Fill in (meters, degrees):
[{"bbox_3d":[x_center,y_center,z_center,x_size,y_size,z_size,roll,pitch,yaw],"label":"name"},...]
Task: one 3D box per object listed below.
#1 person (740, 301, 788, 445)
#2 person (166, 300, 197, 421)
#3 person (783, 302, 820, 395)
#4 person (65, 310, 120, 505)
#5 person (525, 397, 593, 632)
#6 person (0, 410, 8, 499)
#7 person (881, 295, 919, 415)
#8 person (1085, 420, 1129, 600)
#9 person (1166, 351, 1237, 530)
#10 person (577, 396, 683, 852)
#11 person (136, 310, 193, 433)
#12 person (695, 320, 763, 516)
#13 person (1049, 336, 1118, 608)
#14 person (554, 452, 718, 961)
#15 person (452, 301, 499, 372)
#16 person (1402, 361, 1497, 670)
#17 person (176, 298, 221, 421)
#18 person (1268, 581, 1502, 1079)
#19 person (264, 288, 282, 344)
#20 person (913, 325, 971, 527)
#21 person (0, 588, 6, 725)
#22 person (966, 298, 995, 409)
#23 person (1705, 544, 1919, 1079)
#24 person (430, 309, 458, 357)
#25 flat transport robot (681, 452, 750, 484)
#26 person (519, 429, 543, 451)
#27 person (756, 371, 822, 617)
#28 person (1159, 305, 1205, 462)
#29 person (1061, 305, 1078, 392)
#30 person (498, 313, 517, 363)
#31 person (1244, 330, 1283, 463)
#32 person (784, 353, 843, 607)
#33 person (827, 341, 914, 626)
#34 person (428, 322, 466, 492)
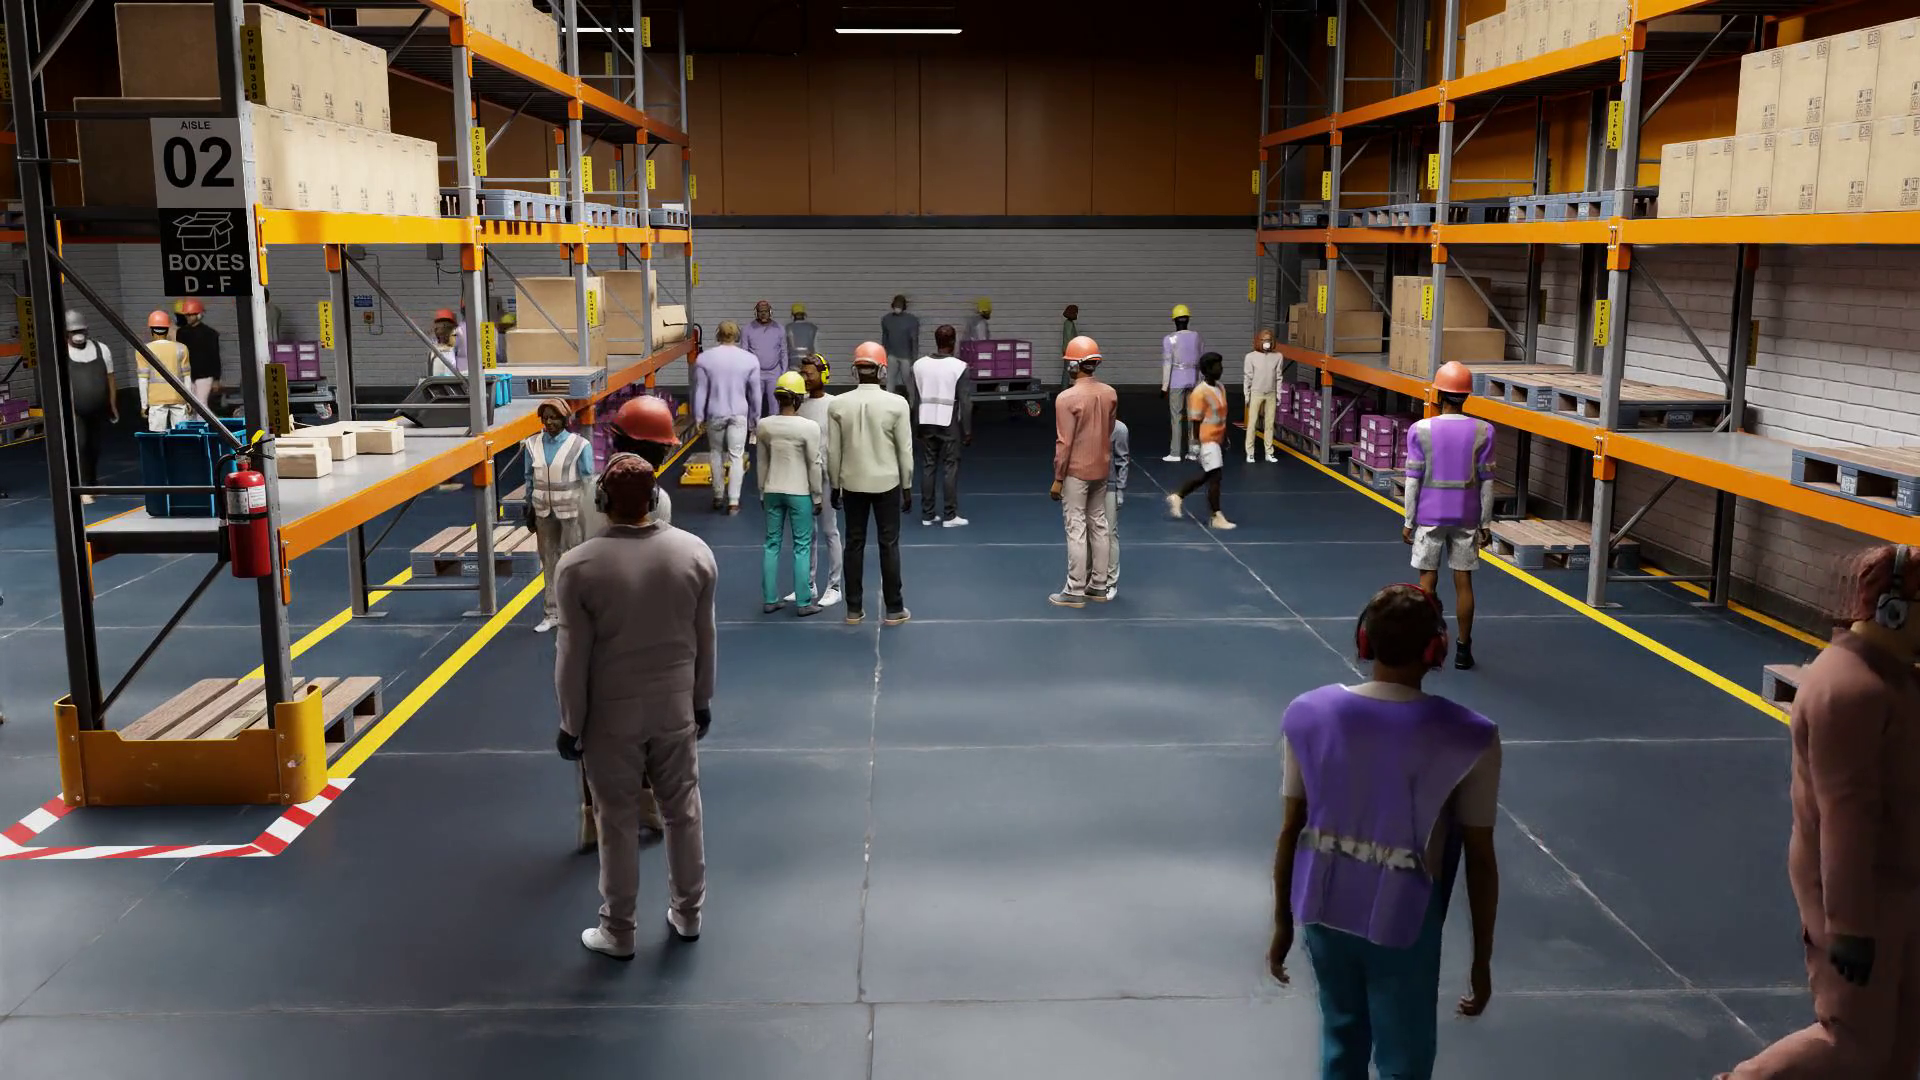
[{"bbox_3d":[-2.585,-2.210,22.033,0.655,1.906,0.407,-3,11,-15],"label":"person"},{"bbox_3d":[-10.808,-2.401,23.193,0.598,1.879,1.006,-9,14,-42],"label":"person"},{"bbox_3d":[-2.374,-2.641,24.766,0.602,1.797,0.815,-3,11,-16],"label":"person"},{"bbox_3d":[-9.106,-1.406,17.179,0.742,2.000,0.700,7,12,35],"label":"person"},{"bbox_3d":[-2.734,-0.164,11.402,0.517,1.633,0.313,3,11,17],"label":"person"},{"bbox_3d":[-10.208,-1.365,17.241,0.362,1.938,0.545,7,12,34],"label":"person"},{"bbox_3d":[-0.898,-2.789,25.346,0.641,1.886,1.042,4,11,21],"label":"person"},{"bbox_3d":[1.029,-0.365,12.515,0.504,1.633,0.279,7,12,34],"label":"person"},{"bbox_3d":[2.289,-0.947,15.652,0.722,1.671,0.537,6,12,29],"label":"person"},{"bbox_3d":[-1.452,0.371,7.348,0.762,2.011,0.627,9,14,42],"label":"person"},{"bbox_3d":[-8.646,-1.522,18.108,0.542,1.939,0.366,-7,12,-35],"label":"person"},{"bbox_3d":[-2.298,-1.233,16.569,0.663,1.905,0.871,-1,10,-7],"label":"person"},{"bbox_3d":[0.903,-0.500,12.259,0.375,1.995,0.611,10,14,44],"label":"person"},{"bbox_3d":[-1.224,0.622,6.257,0.639,1.909,0.409,-7,12,-35],"label":"person"},{"bbox_3d":[-6.304,-2.173,21.596,0.615,1.987,1.055,-4,11,-21],"label":"person"},{"bbox_3d":[3.060,-0.148,10.443,0.551,1.942,0.340,2,10,9],"label":"person"},{"bbox_3d":[-9.666,-2.097,21.199,0.627,1.975,0.750,3,11,18],"label":"person"},{"bbox_3d":[1.046,1.032,4.284,0.582,1.808,0.726,6,12,32],"label":"person"},{"bbox_3d":[-11.419,-3.190,27.402,0.354,1.938,0.636,3,11,17],"label":"person"},{"bbox_3d":[-0.176,-1.070,15.698,0.591,1.908,0.395,6,12,28],"label":"person"},{"bbox_3d":[-5.492,0.261,8.935,0.550,1.667,0.518,-1,10,-8],"label":"person"},{"bbox_3d":[0.290,-2.970,26.588,0.520,1.790,0.613,-2,10,-9],"label":"person"},{"bbox_3d":[2.447,0.941,4.531,0.686,1.888,0.677,8,13,38],"label":"person"},{"bbox_3d":[-6.136,-1.795,19.805,0.383,1.882,0.595,-2,10,-11],"label":"person"},{"bbox_3d":[-2.764,-0.828,18.888,0.652,0.197,1.431,0,10,-3],"label":"flat transport robot"},{"bbox_3d":[-5.471,-2.059,21.373,0.625,1.844,0.429,-4,11,-20],"label":"person"},{"bbox_3d":[-1.220,-0.329,11.973,0.527,1.760,0.339,4,11,23],"label":"person"},{"bbox_3d":[2.701,-1.902,20.289,0.585,1.916,0.382,-5,11,-24],"label":"person"},{"bbox_3d":[1.850,-3.140,27.993,0.273,1.628,0.496,0,10,-1],"label":"person"},{"bbox_3d":[-6.128,-2.186,22.393,0.498,1.720,0.537,6,12,31],"label":"person"},{"bbox_3d":[3.685,-1.745,20.237,0.491,1.626,0.282,-2,10,-10],"label":"person"},{"bbox_3d":[-1.061,-0.445,12.299,0.519,1.874,0.327,7,12,33],"label":"person"},{"bbox_3d":[-0.618,-0.391,11.662,0.628,1.990,0.402,2,10,13],"label":"person"},{"bbox_3d":[-5.483,-1.426,17.881,0.424,1.826,0.534,-7,13,-36],"label":"person"}]
